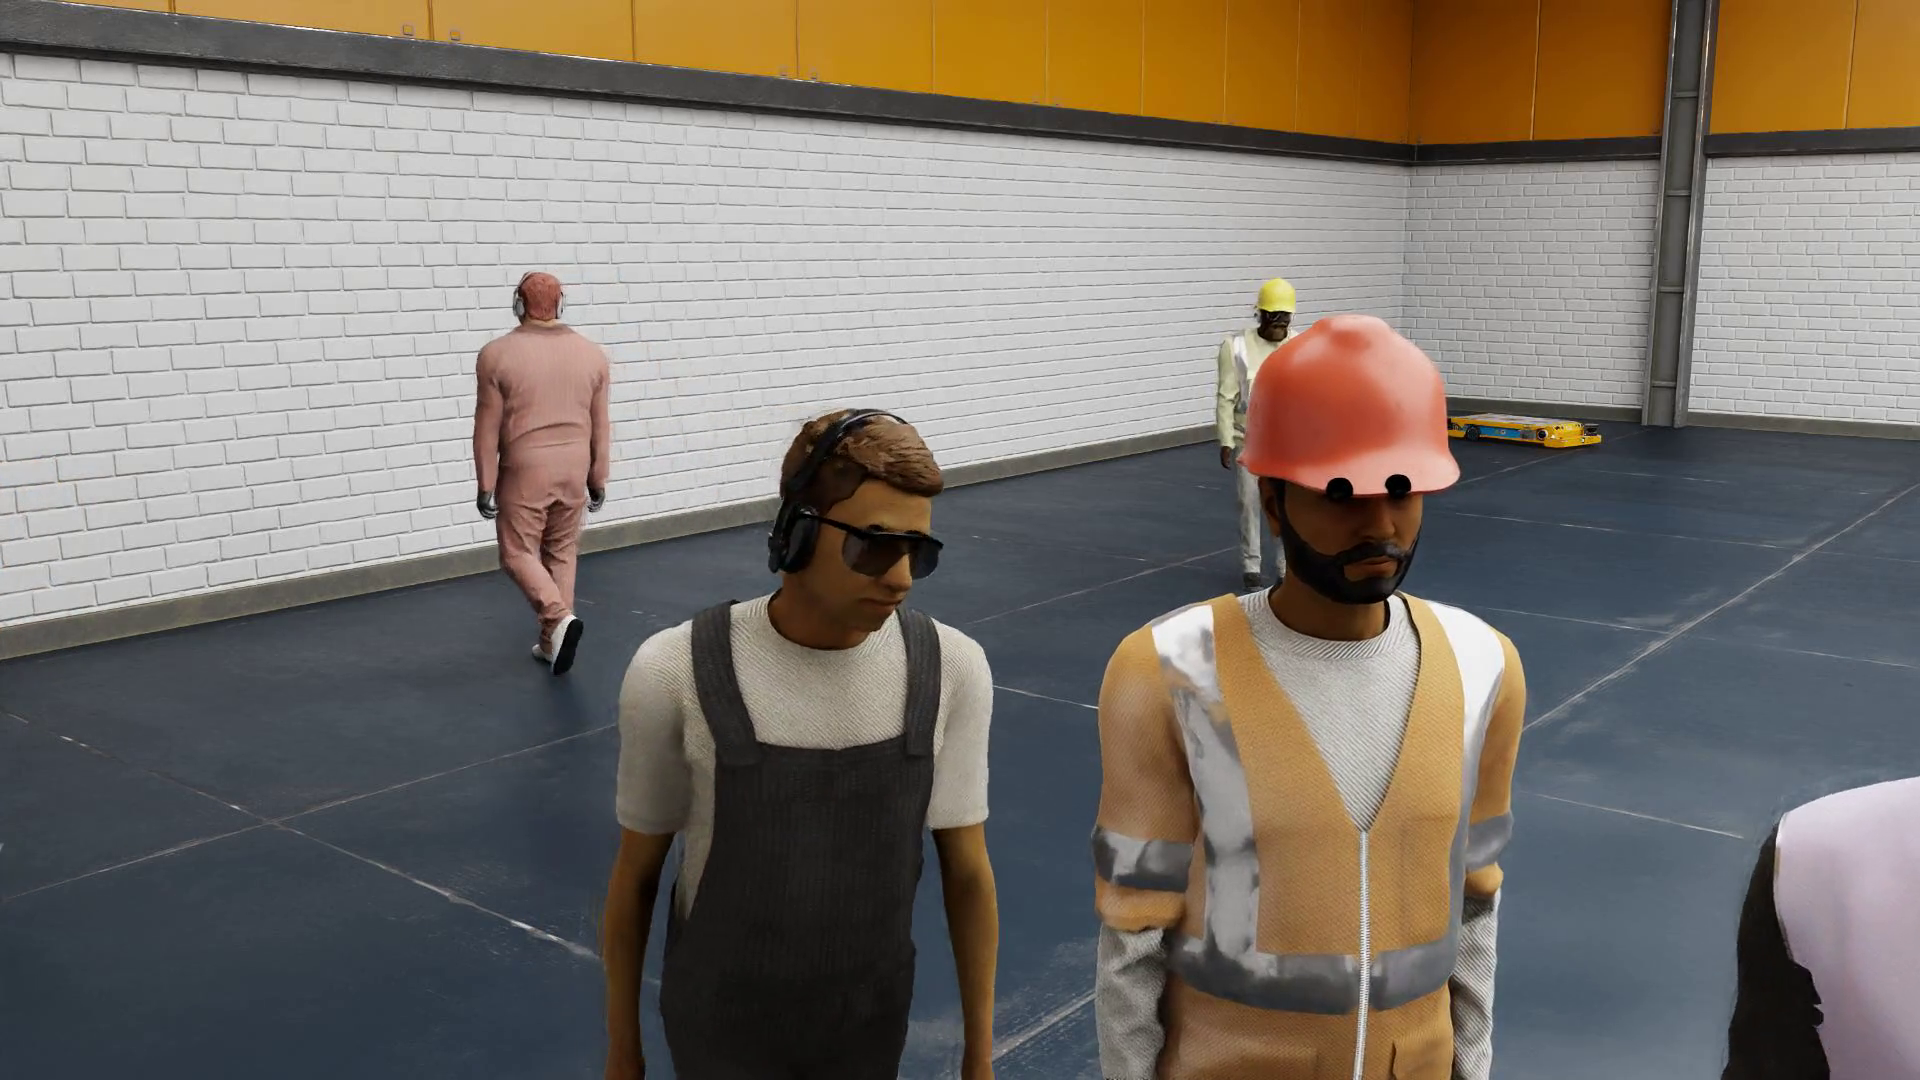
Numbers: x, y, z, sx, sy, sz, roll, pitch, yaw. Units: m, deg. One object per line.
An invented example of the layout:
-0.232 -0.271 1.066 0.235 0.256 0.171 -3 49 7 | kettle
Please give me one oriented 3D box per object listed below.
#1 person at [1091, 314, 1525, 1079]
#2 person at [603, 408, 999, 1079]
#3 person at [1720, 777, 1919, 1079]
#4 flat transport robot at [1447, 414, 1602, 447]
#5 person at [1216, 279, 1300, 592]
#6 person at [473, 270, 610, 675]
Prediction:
0.431 0.699 2.038 0.545 1.939 0.374 -2 10 -13 | person
-0.230 0.703 2.365 0.523 1.806 0.514 -5 11 -24 | person
0.974 0.836 1.488 0.603 1.877 0.982 7 13 35 | person
5.606 -1.110 16.683 0.652 0.197 1.431 -8 13 -38 | flat transport robot
1.734 -0.557 9.371 0.585 1.799 0.712 0 10 2 | person
-1.906 -0.297 7.701 0.654 1.882 0.687 -8 13 -38 | person
